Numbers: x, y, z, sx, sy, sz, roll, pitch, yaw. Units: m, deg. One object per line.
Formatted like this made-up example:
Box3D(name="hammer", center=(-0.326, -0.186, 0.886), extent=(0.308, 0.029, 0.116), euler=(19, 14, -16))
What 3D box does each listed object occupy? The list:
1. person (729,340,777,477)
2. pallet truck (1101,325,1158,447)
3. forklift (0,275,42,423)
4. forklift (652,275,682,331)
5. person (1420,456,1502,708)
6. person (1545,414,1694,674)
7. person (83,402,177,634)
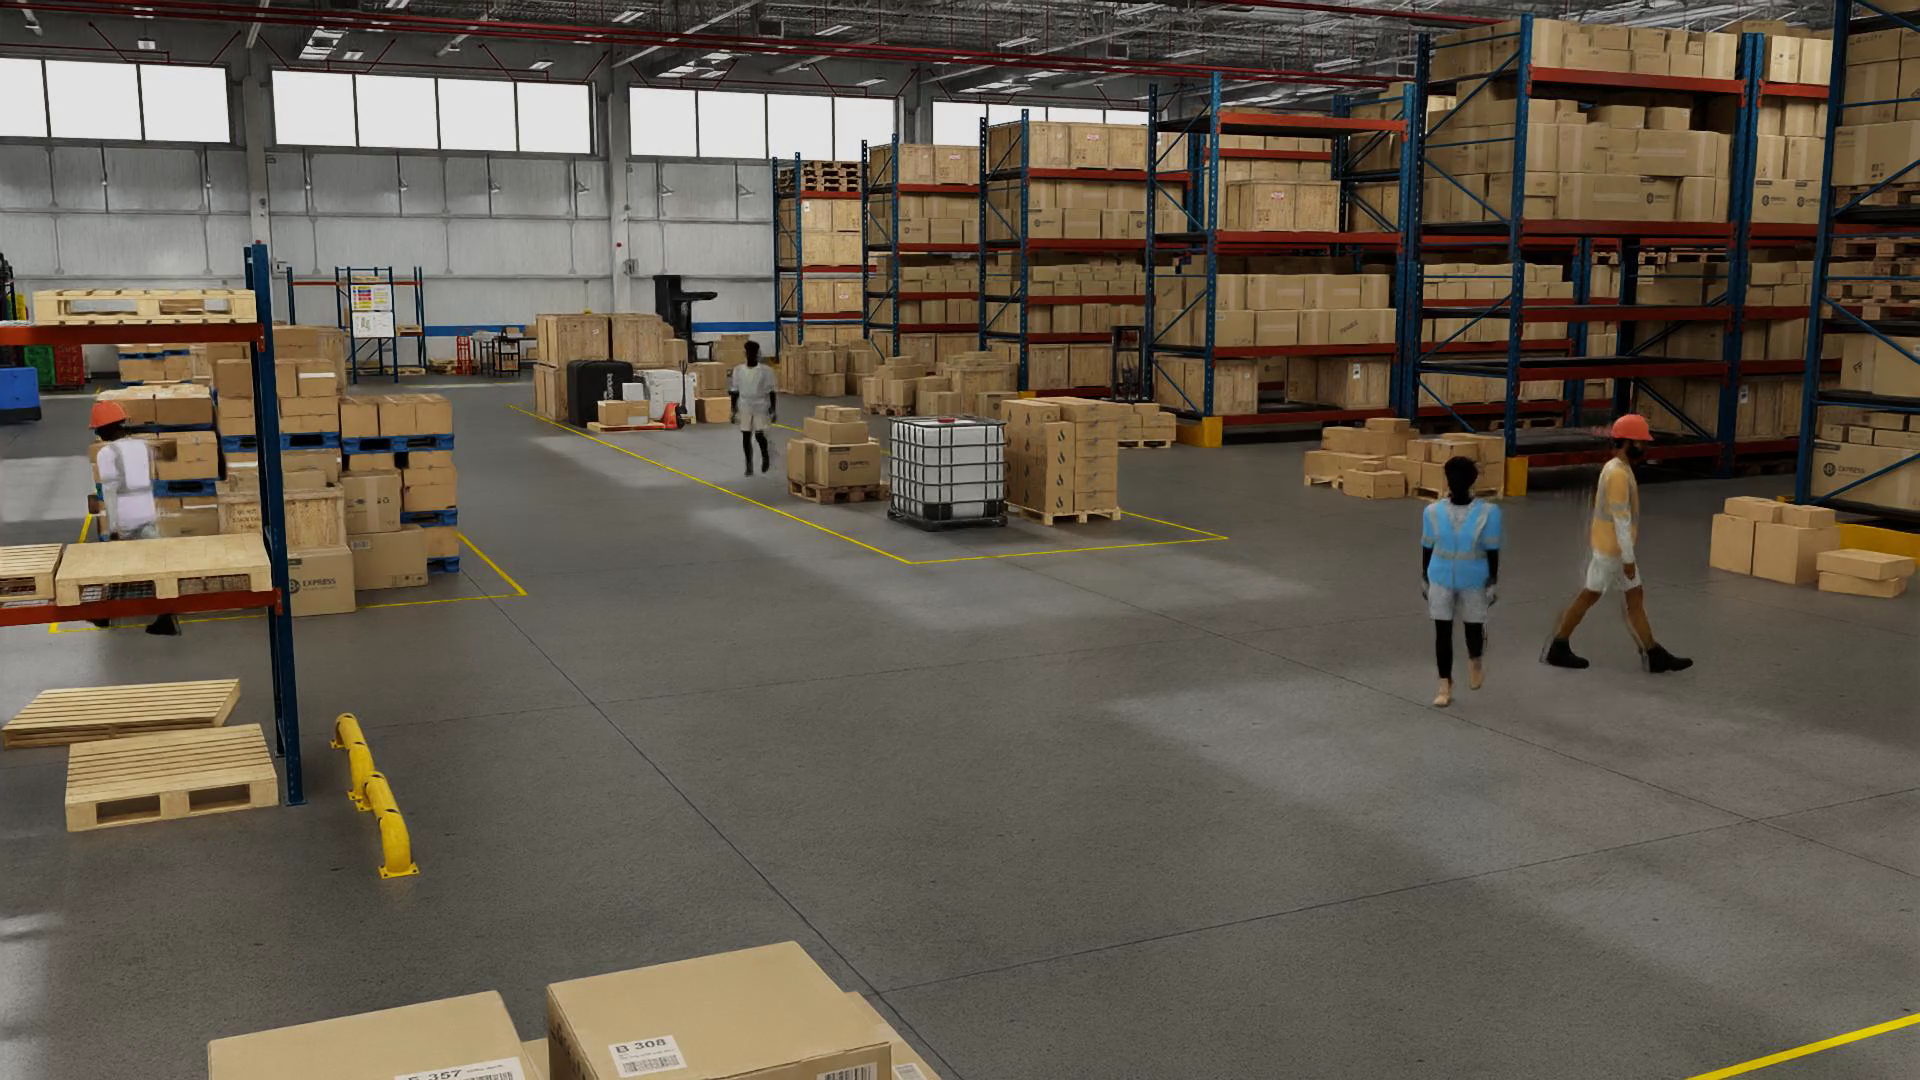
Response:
Box3D(name="person", center=(-2.919, -1.851, 23.453), extent=(0.625, 1.946, 0.426), euler=(2, 9, 10))
Box3D(name="pallet truck", center=(2.881, -2.596, 27.923), extent=(0.823, 1.965, 1.885), euler=(-1, 9, -7))
Box3D(name="forklift", center=(-18.594, -3.649, 31.728), extent=(1.873, 2.768, 1.129), euler=(6, 11, 34))
Box3D(name="forklift", center=(-6.754, -4.737, 38.475), extent=(1.873, 2.768, 1.129), euler=(2, 9, 12))
Box3D(name="person", center=(3.334, 0.269, 11.098), extent=(0.539, 1.687, 0.445), euler=(5, 10, 27))
Box3D(name="person", center=(4.745, 0.035, 11.960), extent=(1.013, 1.883, 0.565), euler=(4, 10, 24))
Box3D(name="person", center=(-6.697, -0.175, 13.324), extent=(1.037, 1.861, 0.535), euler=(4, 10, 23))
